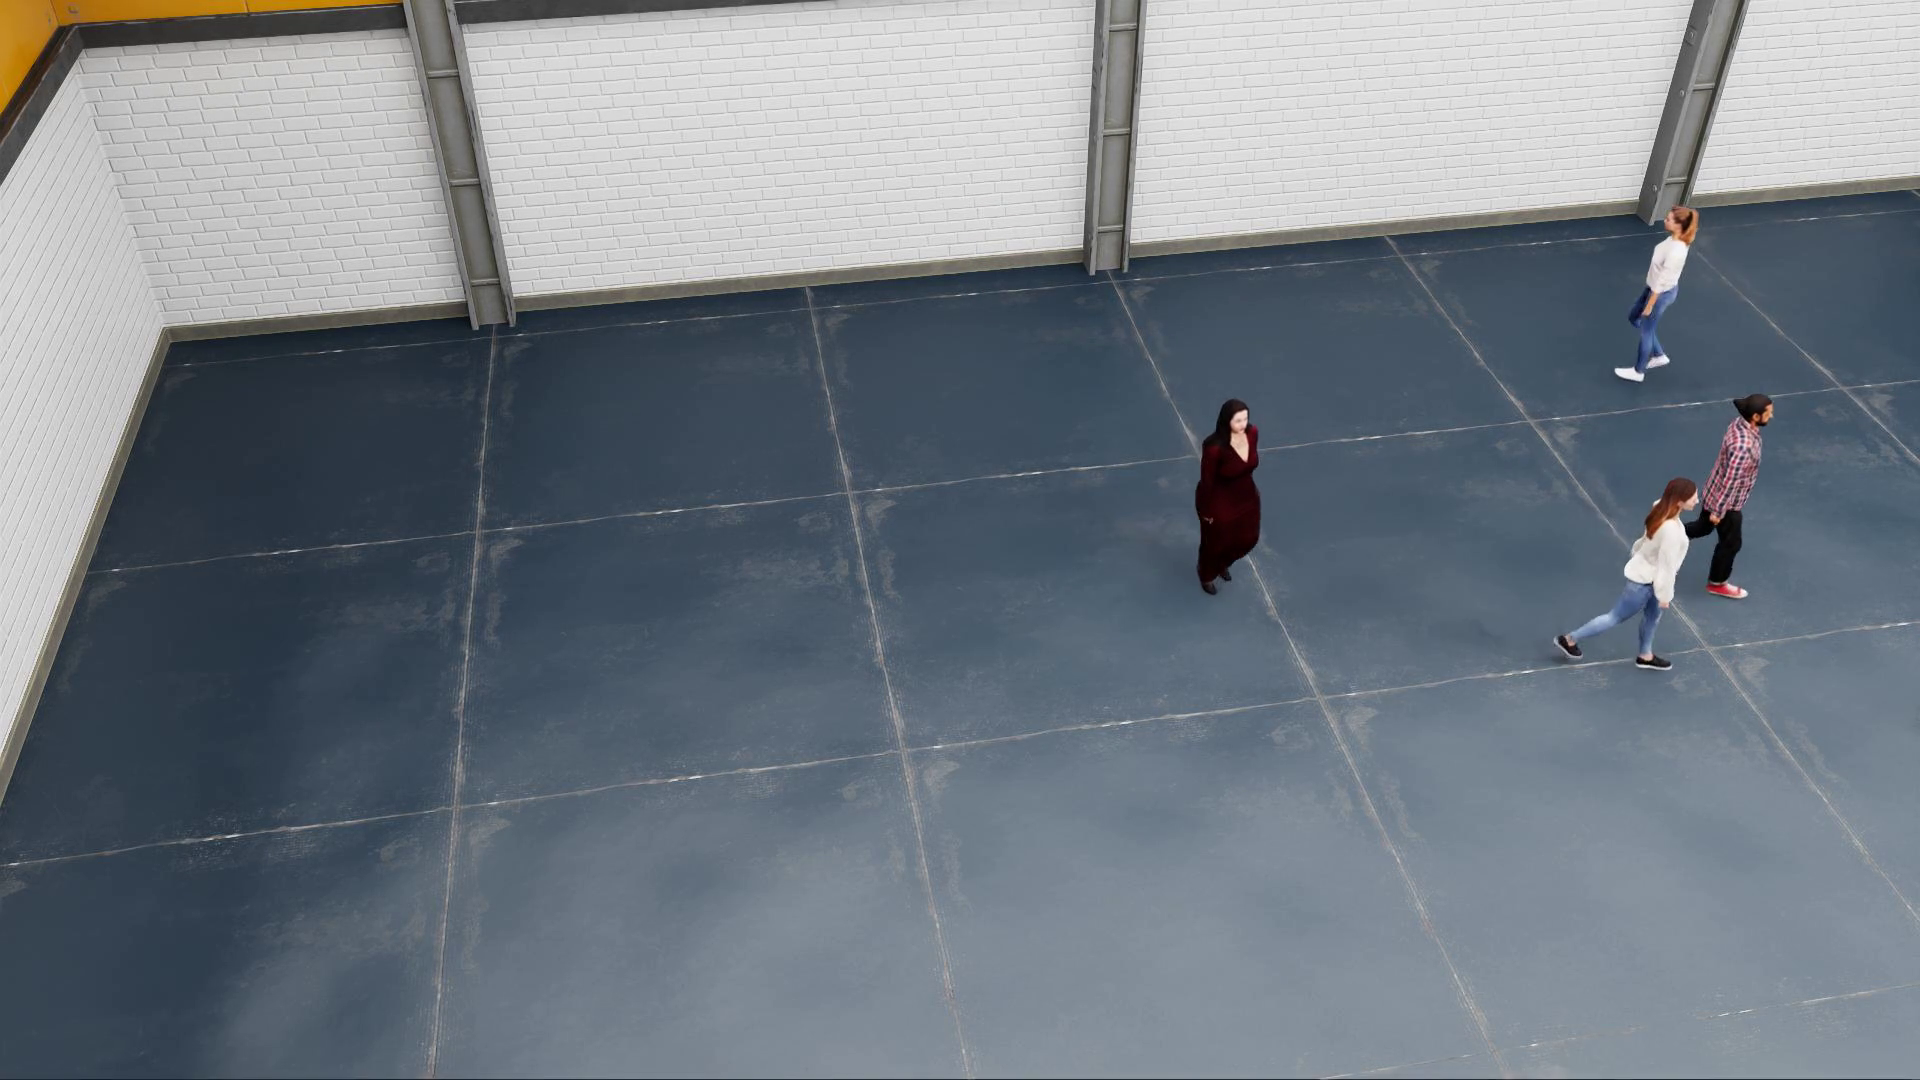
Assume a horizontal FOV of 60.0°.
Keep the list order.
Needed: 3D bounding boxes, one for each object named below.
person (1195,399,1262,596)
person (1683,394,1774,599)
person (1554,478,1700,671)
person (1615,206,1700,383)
[{"bbox_3d":[1.905,-0.347,12.287,0.776,1.747,0.865,-23,44,-26],"label":"person"},{"bbox_3d":[5.579,-0.347,12.284,1.194,1.751,1.017,11,40,14],"label":"person"},{"bbox_3d":[4.691,0.263,11.591,1.172,1.661,0.926,9,40,11],"label":"person"},{"bbox_3d":[6.193,-2.121,14.535,0.849,1.714,0.793,17,42,20],"label":"person"}]
